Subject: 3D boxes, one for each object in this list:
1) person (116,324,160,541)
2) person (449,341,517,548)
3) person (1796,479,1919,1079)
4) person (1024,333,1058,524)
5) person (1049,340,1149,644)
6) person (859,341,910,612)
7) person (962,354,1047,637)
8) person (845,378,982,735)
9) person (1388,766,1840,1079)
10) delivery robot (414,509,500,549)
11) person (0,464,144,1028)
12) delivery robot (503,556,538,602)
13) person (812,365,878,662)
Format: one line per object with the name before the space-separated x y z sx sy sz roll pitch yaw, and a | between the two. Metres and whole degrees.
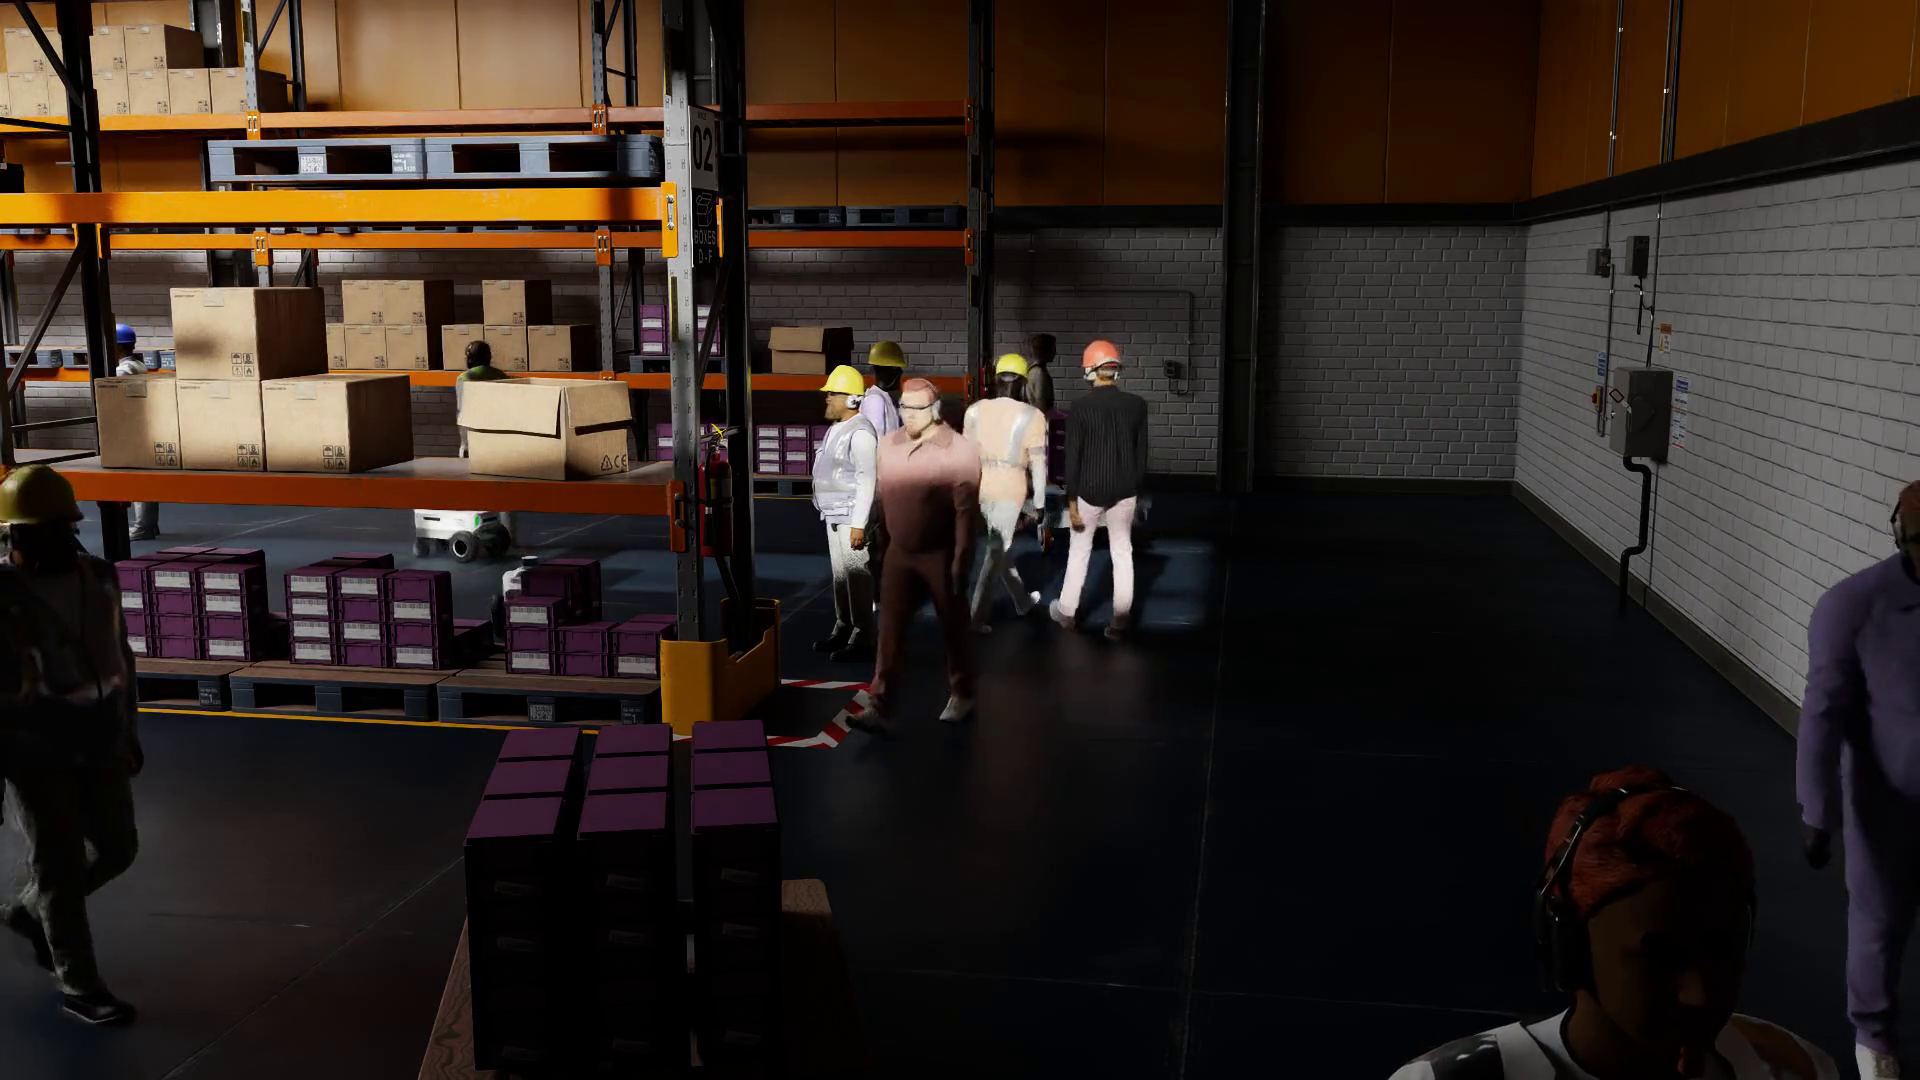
person | -7.439 -0.963 14.946 0.402 1.949 0.605 -2 9 -12
person | -4.207 -0.839 14.620 0.782 1.805 0.640 6 11 34
person | 2.694 0.735 4.670 0.665 1.863 0.648 3 10 19
person | 0.813 -1.052 15.841 0.455 1.828 0.517 0 9 -1
person | 0.922 -0.333 11.003 0.643 1.957 0.863 -3 10 -18
person | -0.541 -0.452 11.838 0.382 1.924 0.594 0 9 -2
person | 0.301 -0.314 11.166 0.599 1.858 0.990 6 11 32
person | -0.230 0.095 8.664 0.694 1.850 0.998 5 11 30
person | 0.716 1.175 1.878 0.585 1.882 0.343 -2 9 -14
delivery robot | -4.236 -0.163 14.002 0.707 0.478 0.477 4 10 23
person | -2.937 0.649 5.356 0.574 1.812 0.608 4 10 23
delivery robot | -2.793 0.349 10.824 0.477 0.478 0.707 -3 10 -16
person | -0.717 -0.168 10.356 0.404 1.837 0.596 -4 10 -23
